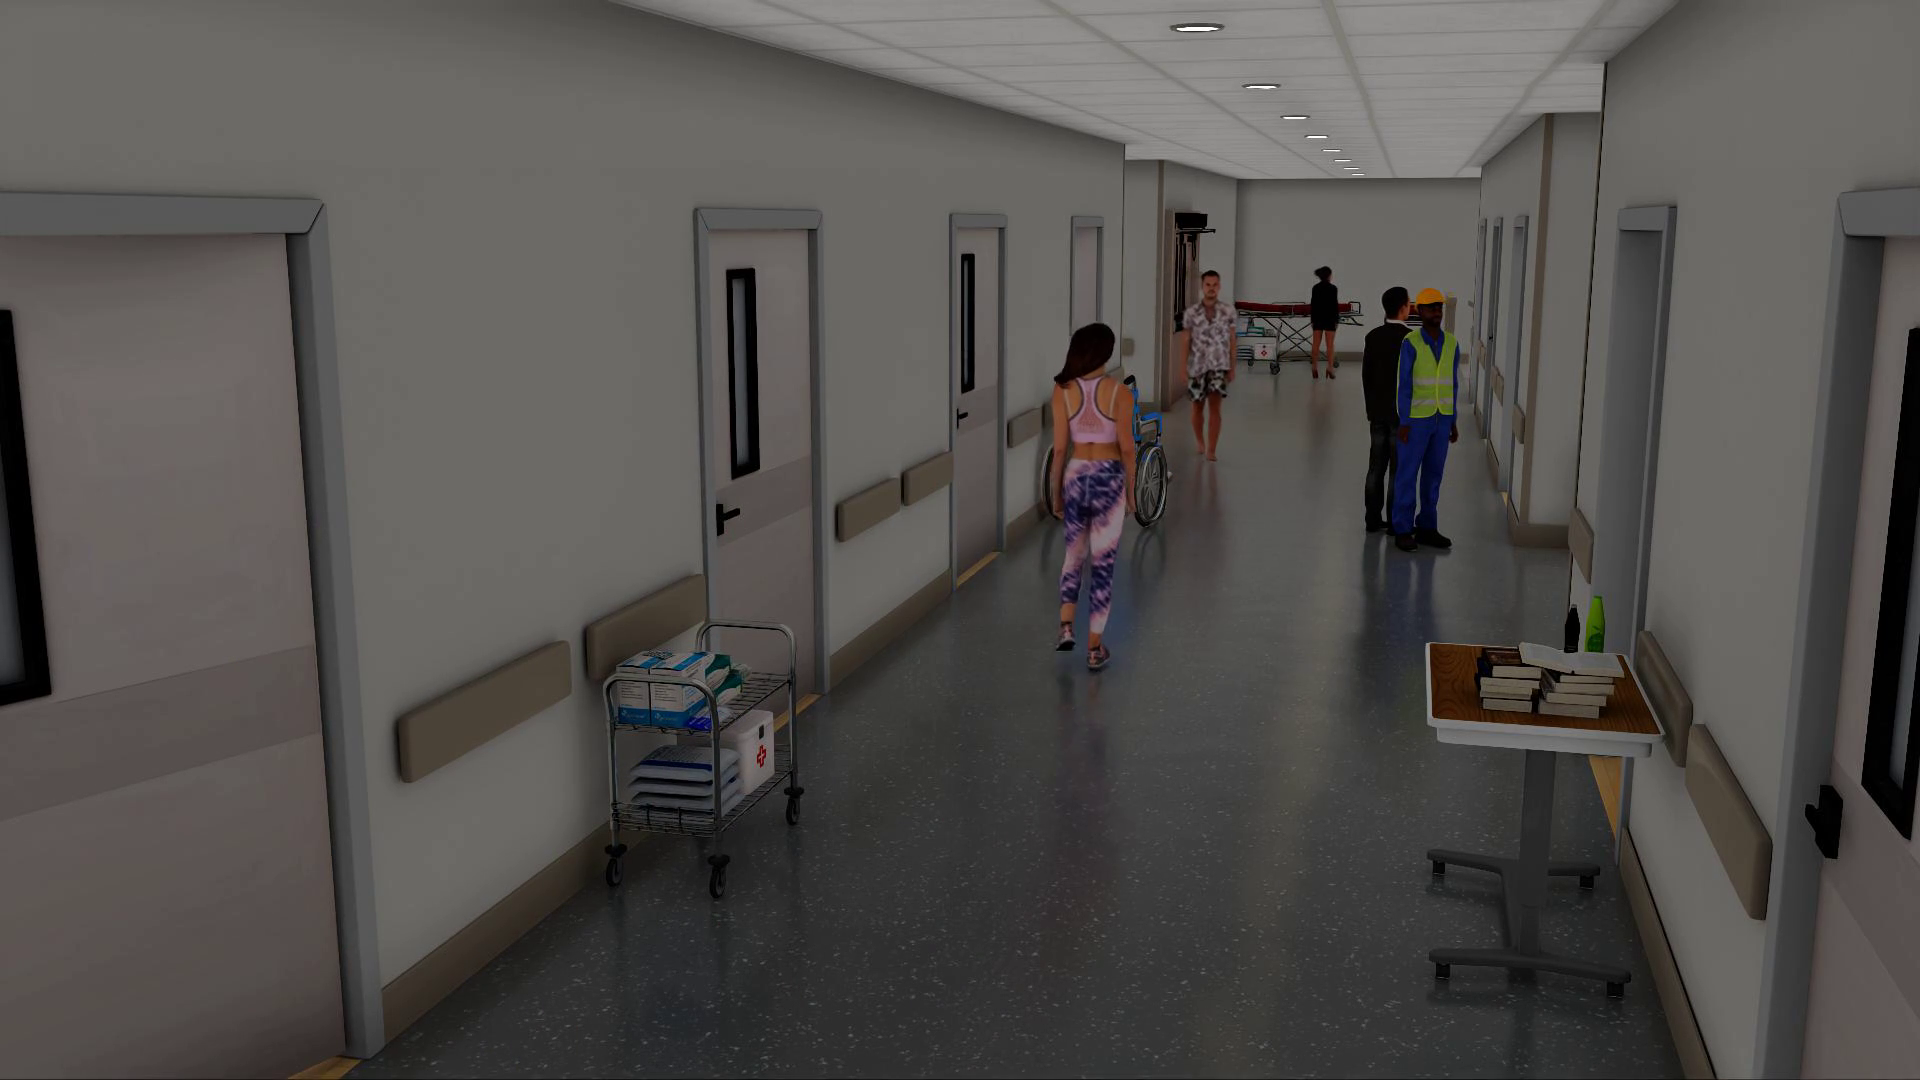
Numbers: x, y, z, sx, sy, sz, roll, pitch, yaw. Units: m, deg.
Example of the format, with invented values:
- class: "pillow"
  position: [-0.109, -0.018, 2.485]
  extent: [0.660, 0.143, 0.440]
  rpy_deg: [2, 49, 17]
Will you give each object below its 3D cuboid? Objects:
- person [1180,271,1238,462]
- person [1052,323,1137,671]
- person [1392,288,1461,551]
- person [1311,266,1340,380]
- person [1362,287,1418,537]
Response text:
- class: "person"
  position: [2.383, -1.671, 16.023]
  extent: [0.746, 1.791, 1.133]
  rpy_deg: [2, 11, 9]
- class: "person"
  position: [0.662, -0.201, 8.358]
  extent: [0.590, 1.760, 0.650]
  rpy_deg: [4, 11, 18]
- class: "person"
  position: [3.263, -0.852, 11.649]
  extent: [0.759, 1.813, 0.787]
  rpy_deg: [-4, 12, -21]
- class: "person"
  position: [5.369, -3.201, 24.490]
  extent: [0.648, 1.640, 0.672]
  rpy_deg: [7, 13, 32]
- class: "person"
  position: [3.163, -0.946, 12.162]
  extent: [0.772, 1.805, 0.745]
  rpy_deg: [-8, 13, -36]
